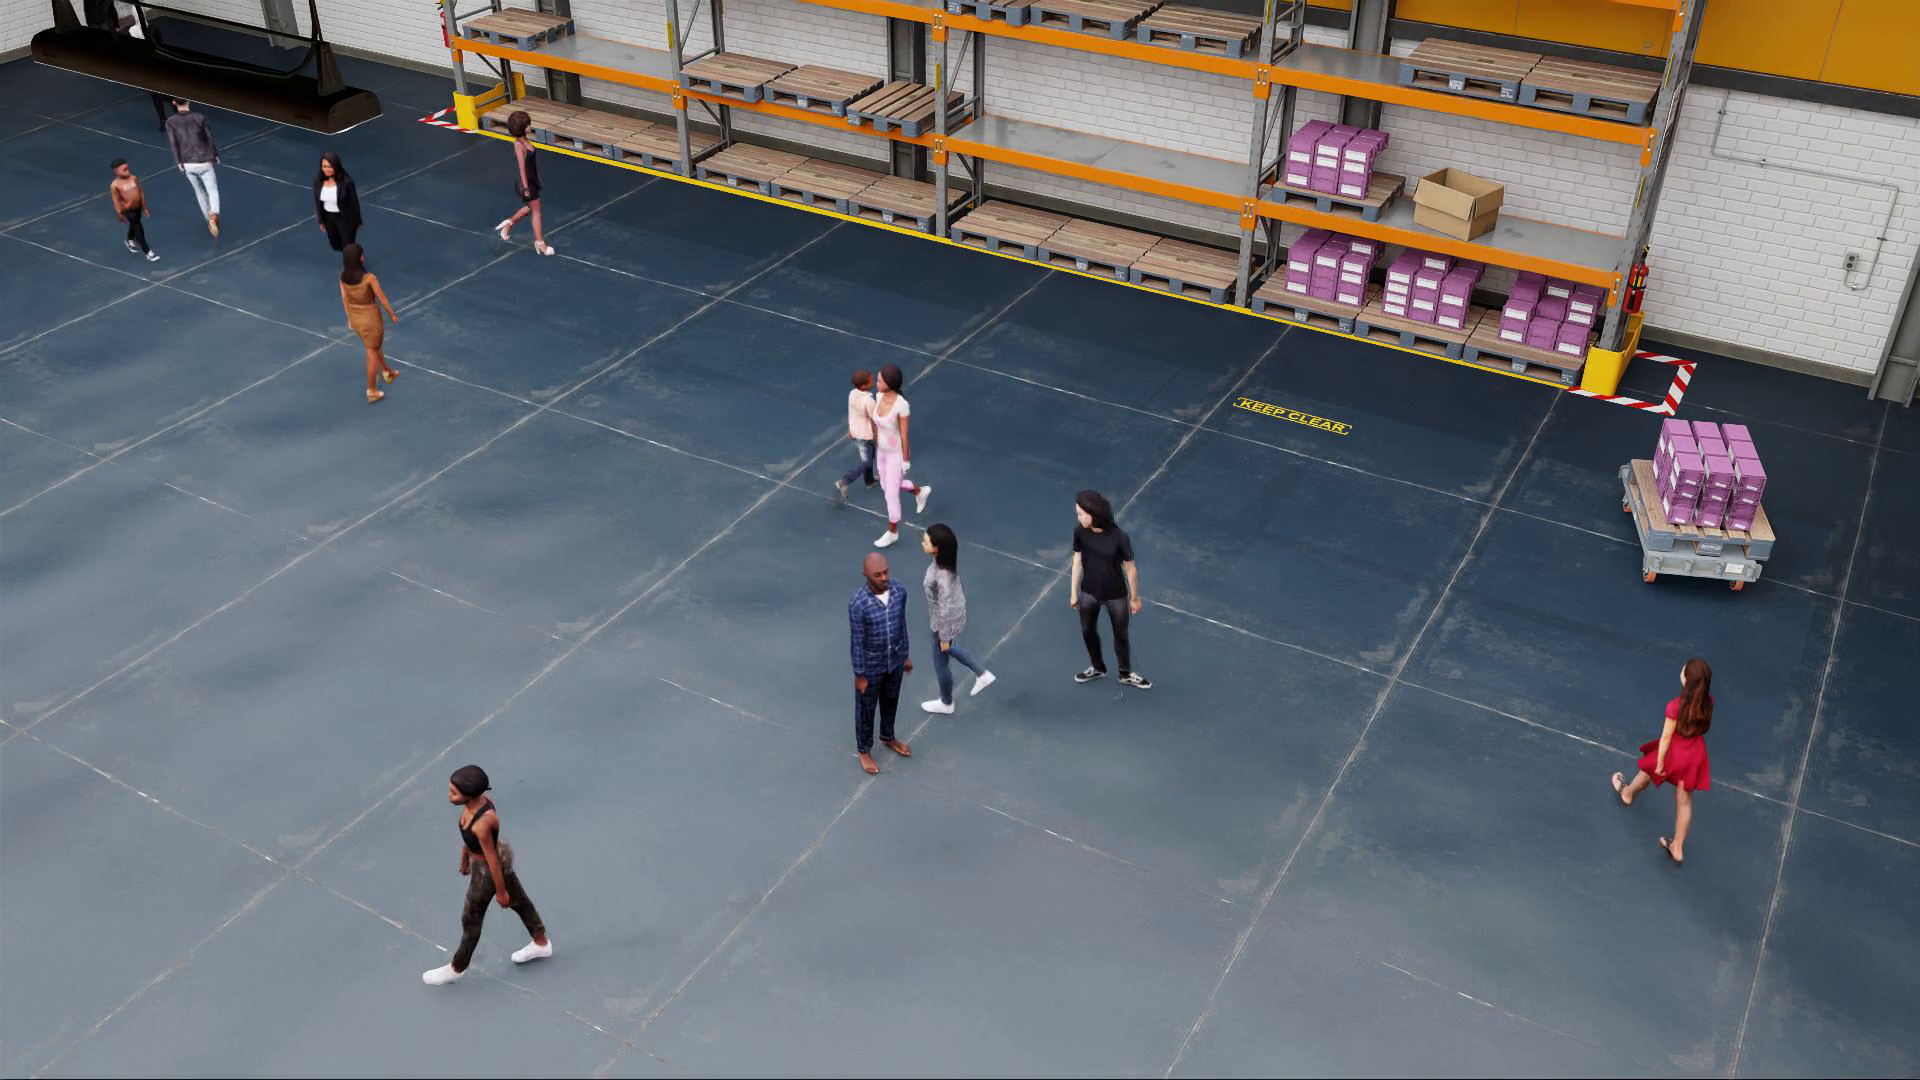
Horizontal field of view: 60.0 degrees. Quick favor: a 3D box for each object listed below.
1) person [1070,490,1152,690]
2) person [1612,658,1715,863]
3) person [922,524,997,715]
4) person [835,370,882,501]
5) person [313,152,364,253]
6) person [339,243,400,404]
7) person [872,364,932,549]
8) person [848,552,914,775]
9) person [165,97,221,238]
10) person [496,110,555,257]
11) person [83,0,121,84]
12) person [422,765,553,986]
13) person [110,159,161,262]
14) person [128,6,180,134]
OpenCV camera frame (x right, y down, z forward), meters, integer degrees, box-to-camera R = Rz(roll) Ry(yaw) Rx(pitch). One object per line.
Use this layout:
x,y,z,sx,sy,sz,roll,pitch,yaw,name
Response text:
1.181,0.393,12.889,0.552,1.789,0.911,8,34,11,person
4.986,1.526,11.440,1.036,1.506,1.024,-5,34,-8,person
-0.020,0.603,12.634,0.919,1.722,0.821,1,34,2,person
-0.944,-0.969,15.389,0.749,1.290,0.837,-25,41,-32,person
-7.168,-3.738,19.279,1.047,1.596,0.999,0,34,-1,person
-6.045,-2.157,16.839,0.797,1.664,0.697,12,36,18,person
-0.524,-0.784,14.717,0.854,1.725,0.977,-26,42,-34,person
-0.601,0.859,12.160,0.738,1.819,0.725,-25,41,-32,person
-9.325,-4.575,20.342,1.030,1.812,1.118,-11,35,-16,person
-5.251,-4.243,19.878,0.987,1.772,0.842,-1,34,-2,person
-13.108,-7.919,25.509,1.086,1.661,0.981,1,34,1,person
-2.858,2.066,10.480,1.070,1.668,1.056,-12,35,-17,person
-10.005,-3.993,19.990,0.902,1.233,0.531,17,37,24,person
-11.386,-6.659,23.508,0.668,1.778,0.635,-26,42,-34,person
